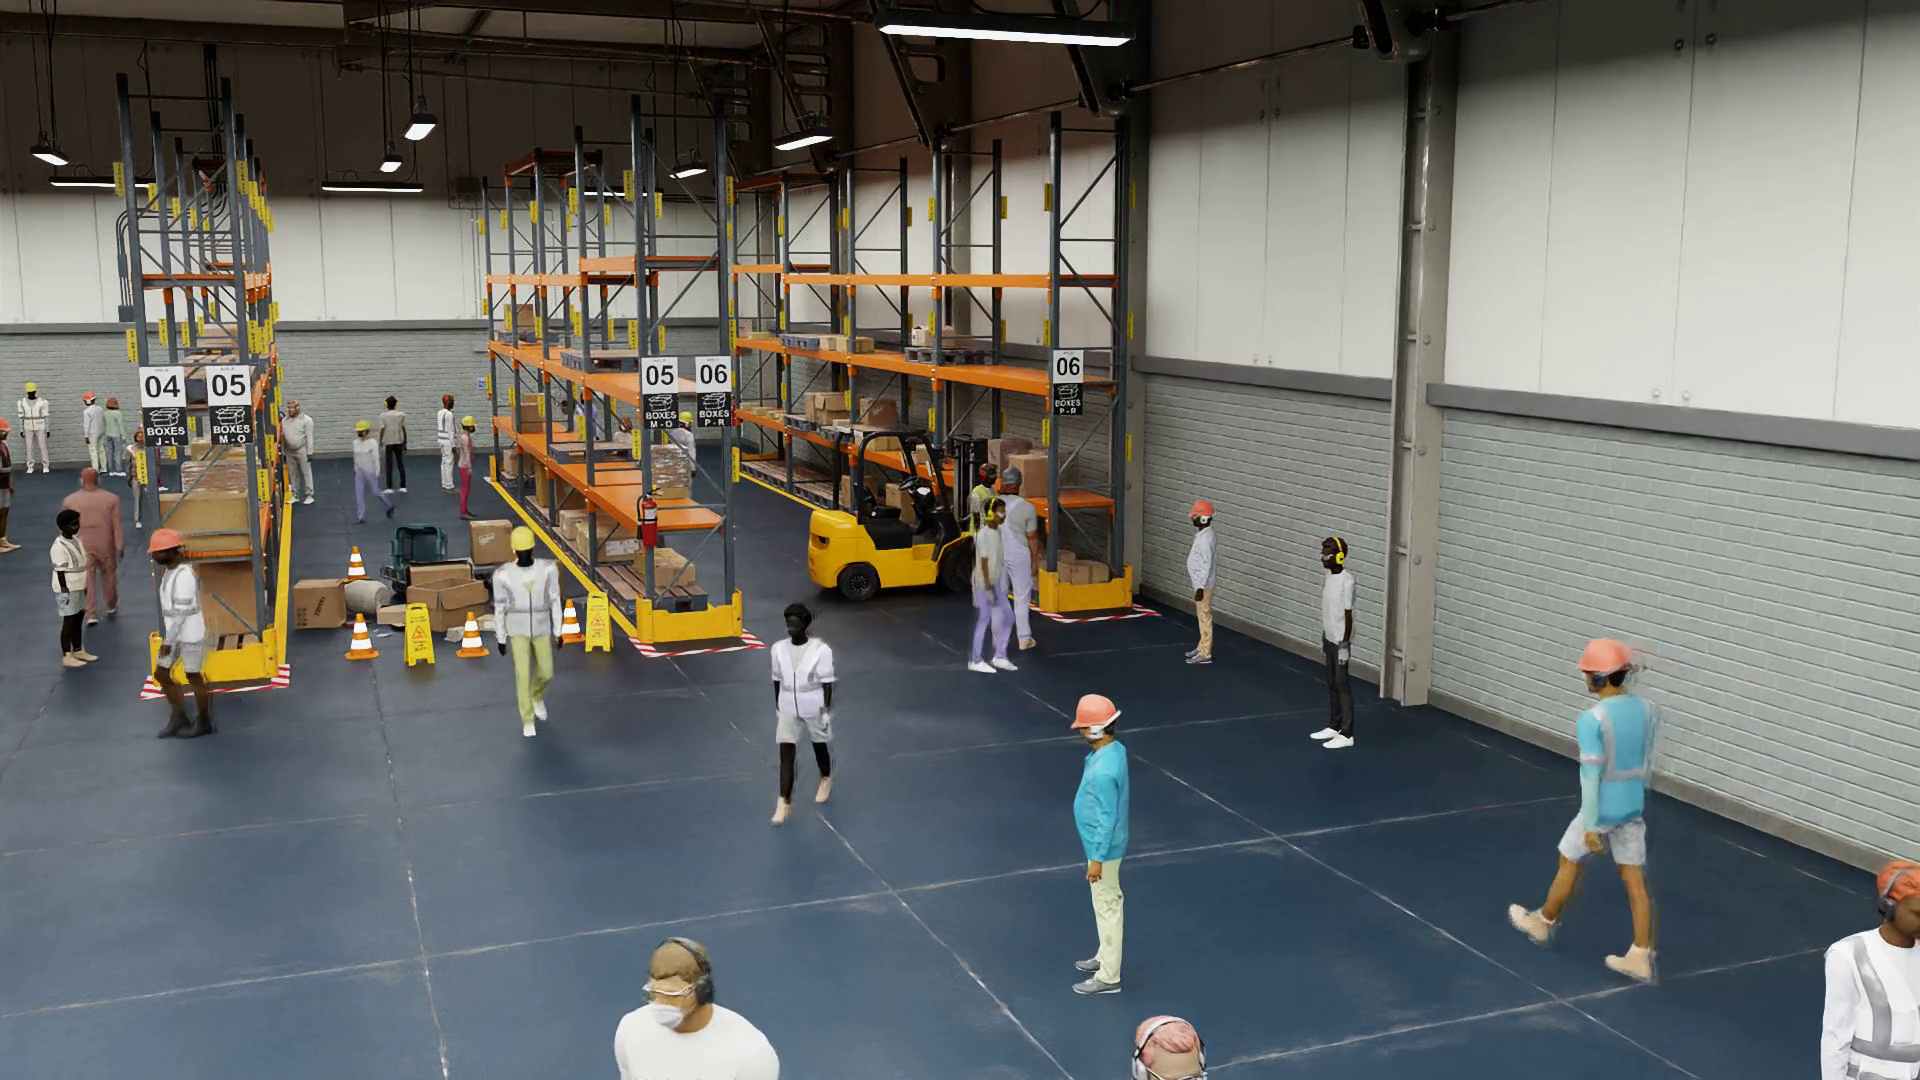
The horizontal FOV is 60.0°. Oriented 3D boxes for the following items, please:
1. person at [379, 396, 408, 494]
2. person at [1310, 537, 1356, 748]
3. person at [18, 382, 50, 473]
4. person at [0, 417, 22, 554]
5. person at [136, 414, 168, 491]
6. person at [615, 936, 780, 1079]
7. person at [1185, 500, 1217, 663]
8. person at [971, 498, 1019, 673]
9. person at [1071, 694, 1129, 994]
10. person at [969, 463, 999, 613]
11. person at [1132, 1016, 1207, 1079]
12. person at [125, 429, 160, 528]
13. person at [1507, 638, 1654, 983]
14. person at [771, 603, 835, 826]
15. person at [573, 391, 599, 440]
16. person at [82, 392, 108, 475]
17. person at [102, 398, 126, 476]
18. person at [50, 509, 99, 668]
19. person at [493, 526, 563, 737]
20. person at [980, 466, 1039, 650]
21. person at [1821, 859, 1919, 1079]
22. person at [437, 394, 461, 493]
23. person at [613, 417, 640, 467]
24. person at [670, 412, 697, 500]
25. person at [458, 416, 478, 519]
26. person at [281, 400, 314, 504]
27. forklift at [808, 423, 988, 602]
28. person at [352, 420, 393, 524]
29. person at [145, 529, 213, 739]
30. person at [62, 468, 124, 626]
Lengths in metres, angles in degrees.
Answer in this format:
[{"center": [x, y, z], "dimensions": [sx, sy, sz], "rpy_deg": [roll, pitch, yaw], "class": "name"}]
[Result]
[{"center": [-10.806, -1.800, 31.615], "dimensions": [0.607, 1.851, 0.382], "rpy_deg": [-6, 11, -35], "class": "person"}, {"center": [3.300, 0.892, 14.614], "dimensions": [0.328, 1.861, 0.510], "rpy_deg": [-2, 9, -10], "class": "person"}, {"center": [-19.356, -2.343, 34.795], "dimensions": [0.587, 1.919, 0.400], "rpy_deg": [-3, 9, -17], "class": "person"}, {"center": [-14.294, -0.815, 24.813], "dimensions": [0.414, 2.035, 0.607], "rpy_deg": [-1, 9, -6], "class": "person"}, {"center": [-15.504, -1.741, 31.881], "dimensions": [0.497, 1.633, 0.284], "rpy_deg": [1, 9, 6], "class": "person"}, {"center": [-0.902, 2.269, 5.722], "dimensions": [0.641, 1.931, 0.374], "rpy_deg": [4, 10, 25], "class": "person"}, {"center": [2.571, 0.441, 17.788], "dimensions": [0.338, 1.749, 0.575], "rpy_deg": [1, 9, 7], "class": "person"}, {"center": [0.364, 0.487, 17.208], "dimensions": [0.635, 1.848, 0.527], "rpy_deg": [5, 10, 29], "class": "person"}, {"center": [0.800, 1.743, 9.610], "dimensions": [0.339, 1.742, 0.563], "rpy_deg": [1, 9, 9], "class": "person"}, {"center": [0.309, -0.040, 20.509], "dimensions": [0.375, 1.843, 0.575], "rpy_deg": [4, 10, 24], "class": "person"}, {"center": [0.629, 2.373, 5.131], "dimensions": [0.652, 1.906, 0.402], "rpy_deg": [-5, 10, -27], "class": "person"}, {"center": [-13.393, -1.006, 27.275], "dimensions": [0.518, 1.631, 0.316], "rpy_deg": [-6, 11, -32], "class": "person"}, {"center": [3.795, 1.564, 9.970], "dimensions": [0.617, 1.988, 1.033], "rpy_deg": [-5, 10, -27], "class": "person"}, {"center": [-1.193, 1.290, 12.758], "dimensions": [0.539, 1.654, 0.874], "rpy_deg": [2, 9, 15], "class": "person"}, {"center": [-7.530, -2.095, 33.481], "dimensions": [0.430, 1.838, 0.619], "rpy_deg": [8, 12, 42], "class": "person"}, {"center": [-17.906, -2.188, 34.353], "dimensions": [0.349, 1.743, 0.563], "rpy_deg": [1, 9, 9], "class": "person"}, {"center": [-17.449, -2.123, 34.321], "dimensions": [0.502, 1.629, 0.285], "rpy_deg": [3, 10, 20], "class": "person"}, {"center": [-9.385, 0.509, 17.557], "dimensions": [0.322, 1.685, 0.542], "rpy_deg": [-1, 9, -7], "class": "person"}, {"center": [-3.897, 0.803, 15.010], "dimensions": [0.602, 1.907, 0.499], "rpy_deg": [-4, 10, -23], "class": "person"}, {"center": [0.587, 0.184, 18.491], "dimensions": [0.682, 2.000, 0.535], "rpy_deg": [5, 10, 29], "class": "person"}, {"center": [3.613, 2.167, 6.504], "dimensions": [0.573, 1.883, 0.356], "rpy_deg": [-3, 10, -19], "class": "person"}, {"center": [-9.760, -1.835, 31.715], "dimensions": [0.359, 1.880, 0.575], "rpy_deg": [-7, 11, -36], "class": "person"}, {"center": [-5.932, -1.382, 29.622], "dimensions": [0.500, 1.633, 0.286], "rpy_deg": [2, 9, 11], "class": "person"}, {"center": [-4.698, -1.279, 28.398], "dimensions": [0.588, 1.824, 0.404], "rpy_deg": [9, 12, 43], "class": "person"}, {"center": [-8.362, -1.230, 28.299], "dimensions": [0.353, 1.760, 0.517], "rpy_deg": [-2, 9, -15], "class": "person"}, {"center": [-12.006, -1.589, 30.109], "dimensions": [0.632, 1.899, 0.403], "rpy_deg": [2, 9, 12], "class": "person"}, {"center": [-0.830, -0.399, 21.676], "dimensions": [2.313, 2.155, 1.214], "rpy_deg": [-4, 10, -21], "class": "forklift"}, {"center": [-9.899, -1.159, 27.906], "dimensions": [0.528, 1.740, 0.790], "rpy_deg": [3, 10, 19], "class": "person"}, {"center": [-6.950, 0.846, 14.737], "dimensions": [0.536, 1.906, 0.591], "rpy_deg": [9, 12, 43], "class": "person"}, {"center": [-10.352, 0.063, 19.876], "dimensions": [0.666, 1.844, 1.076], "rpy_deg": [-4, 10, -23], "class": "person"}]
